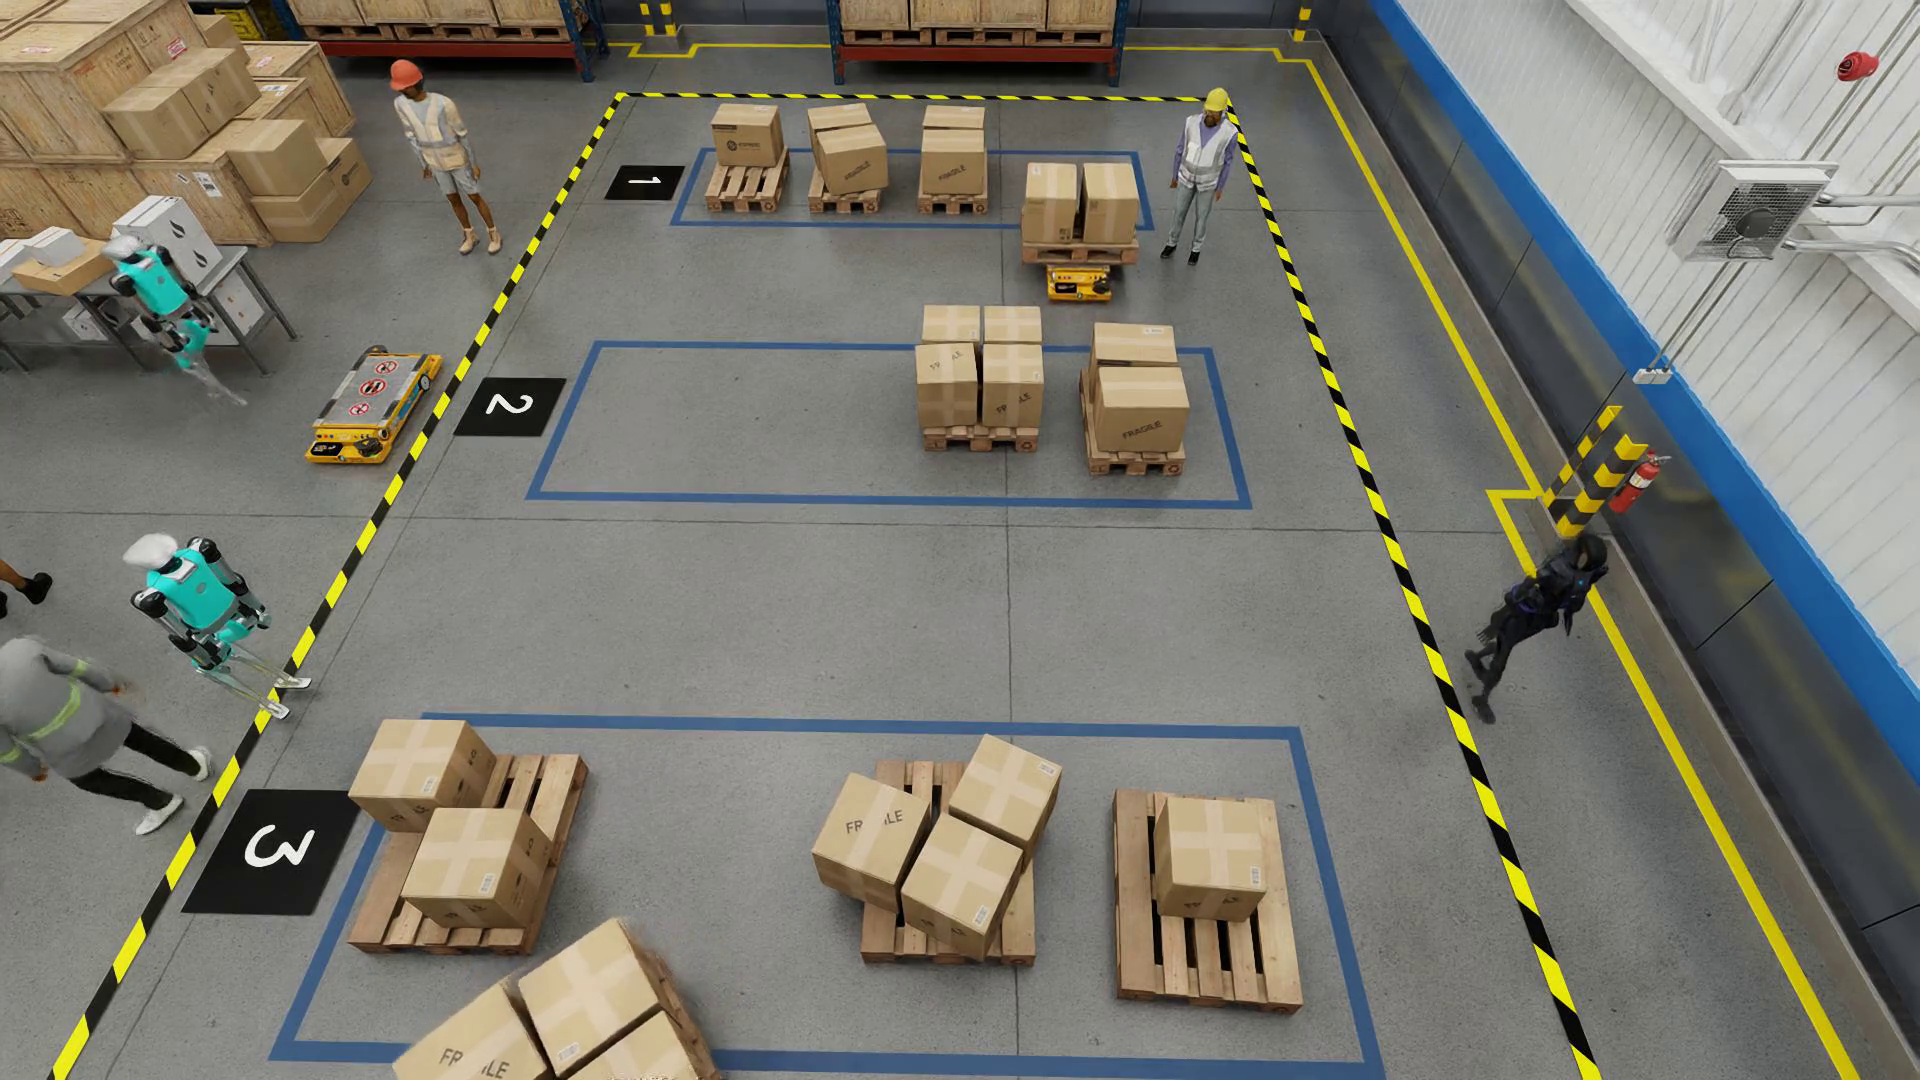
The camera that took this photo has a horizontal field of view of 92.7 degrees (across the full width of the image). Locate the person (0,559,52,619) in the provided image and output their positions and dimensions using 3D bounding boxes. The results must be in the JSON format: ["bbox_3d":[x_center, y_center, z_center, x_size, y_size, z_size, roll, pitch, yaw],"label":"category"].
[{"bbox_3d":[-7.325,-0.147,6.399,0.541,1.938,0.355,-26,55,-20],"label":"person"}]

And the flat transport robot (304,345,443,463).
[{"bbox_3d":[-5.383,-1.269,8.441,0.659,0.231,1.431,1,50,1],"label":"flat transport robot"}]

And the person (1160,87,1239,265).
[{"bbox_3d":[2.474,-3.748,9.511,0.589,1.837,0.404,21,53,17],"label":"person"}]

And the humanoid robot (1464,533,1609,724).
[{"bbox_3d":[3.787,0.545,5.994,0.609,1.637,0.626,-7,50,-6],"label":"humanoid robot"}]

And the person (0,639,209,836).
[{"bbox_3d":[-5.239,1.115,5.416,0.377,1.814,0.657,7,50,6],"label":"person"}]

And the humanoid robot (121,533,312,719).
[{"bbox_3d":[-4.843,0.543,5.861,0.735,1.673,0.533,10,50,8],"label":"humanoid robot"}]

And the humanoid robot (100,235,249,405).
[{"bbox_3d":[-6.931,-1.823,8.009,0.786,1.862,0.557,8,50,7],"label":"humanoid robot"}]

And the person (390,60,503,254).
[{"bbox_3d":[-5.341,-3.926,9.531,0.613,2.037,0.384,0,50,0],"label":"person"}]

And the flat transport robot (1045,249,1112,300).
[{"bbox_3d":[1.262,-3.114,9.984,0.652,0.197,1.431,1,50,1],"label":"flat transport robot"}]
